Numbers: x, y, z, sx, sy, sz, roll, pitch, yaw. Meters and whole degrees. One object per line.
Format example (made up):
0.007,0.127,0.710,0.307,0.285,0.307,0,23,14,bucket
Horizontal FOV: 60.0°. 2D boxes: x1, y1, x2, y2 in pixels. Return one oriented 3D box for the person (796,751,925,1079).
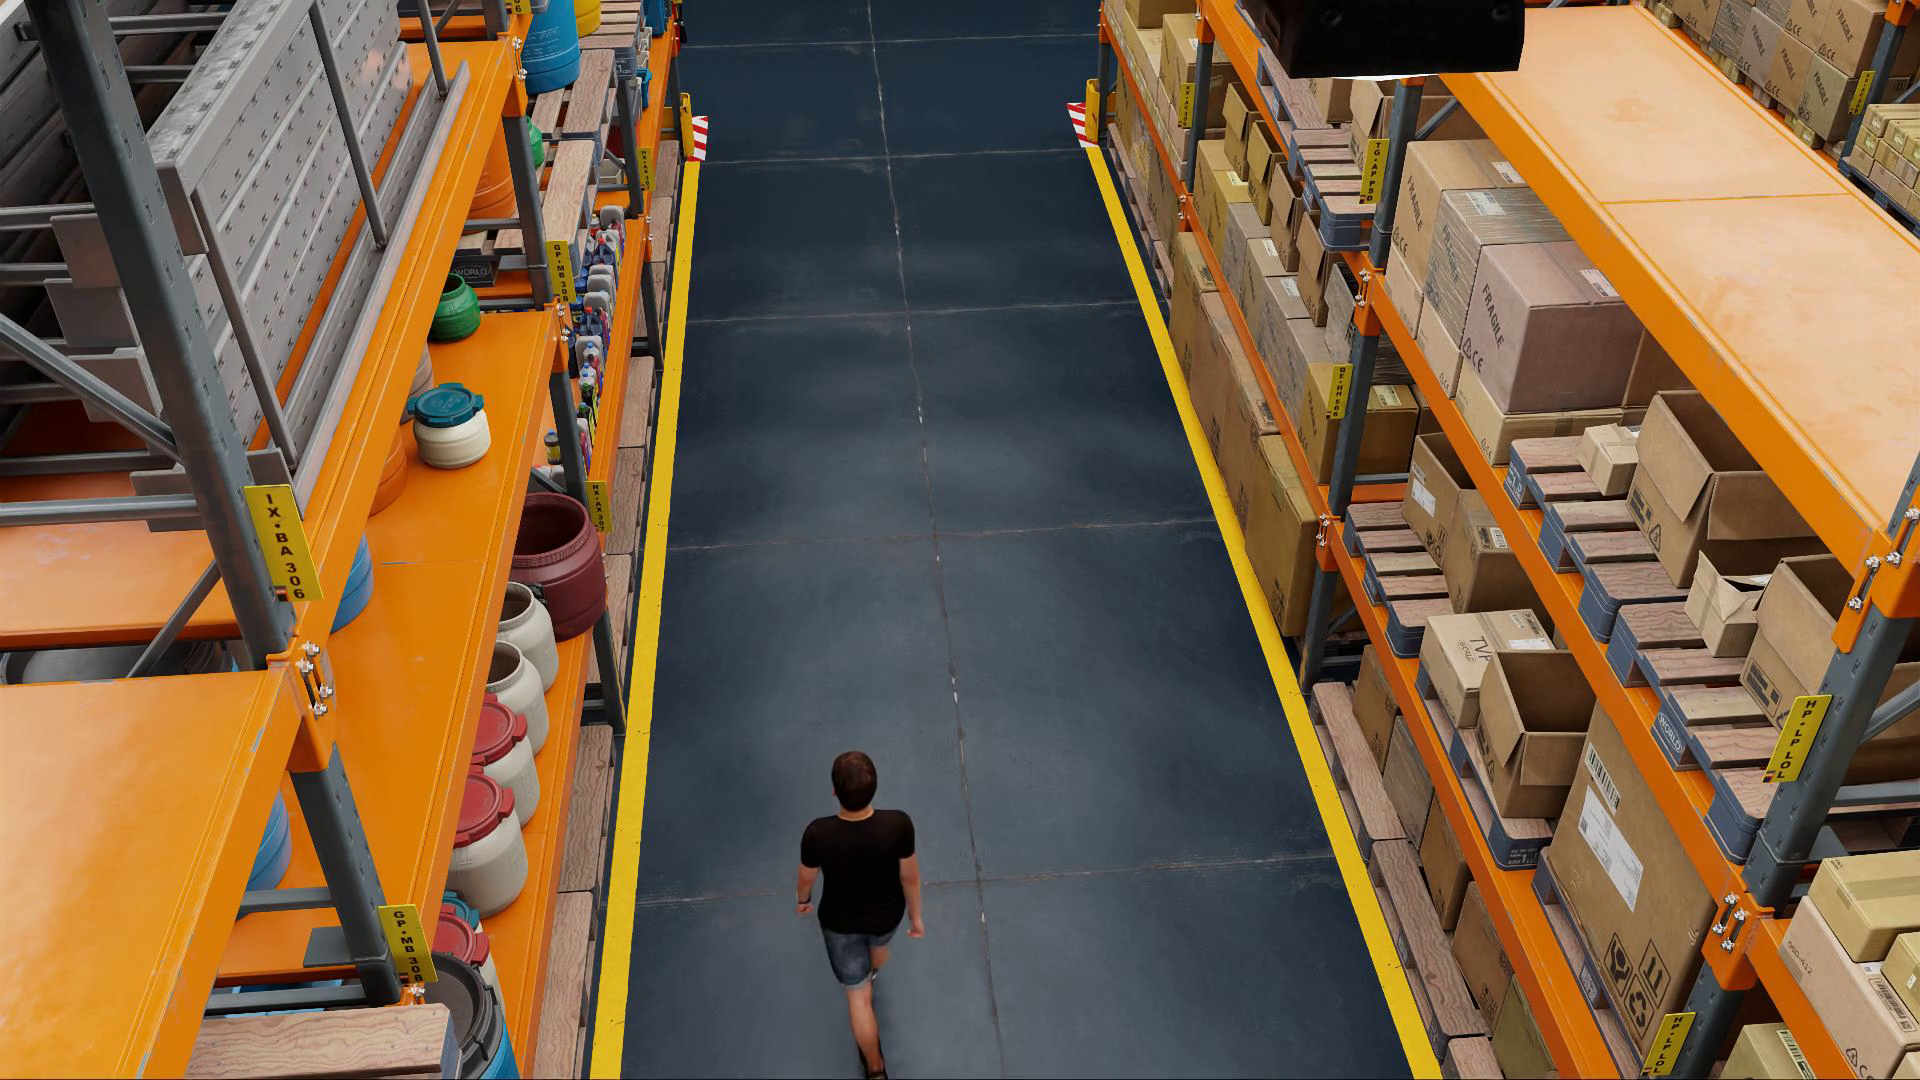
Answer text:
-0.414,1.718,7.259,0.815,1.811,1.173,-8,38,-11,person
